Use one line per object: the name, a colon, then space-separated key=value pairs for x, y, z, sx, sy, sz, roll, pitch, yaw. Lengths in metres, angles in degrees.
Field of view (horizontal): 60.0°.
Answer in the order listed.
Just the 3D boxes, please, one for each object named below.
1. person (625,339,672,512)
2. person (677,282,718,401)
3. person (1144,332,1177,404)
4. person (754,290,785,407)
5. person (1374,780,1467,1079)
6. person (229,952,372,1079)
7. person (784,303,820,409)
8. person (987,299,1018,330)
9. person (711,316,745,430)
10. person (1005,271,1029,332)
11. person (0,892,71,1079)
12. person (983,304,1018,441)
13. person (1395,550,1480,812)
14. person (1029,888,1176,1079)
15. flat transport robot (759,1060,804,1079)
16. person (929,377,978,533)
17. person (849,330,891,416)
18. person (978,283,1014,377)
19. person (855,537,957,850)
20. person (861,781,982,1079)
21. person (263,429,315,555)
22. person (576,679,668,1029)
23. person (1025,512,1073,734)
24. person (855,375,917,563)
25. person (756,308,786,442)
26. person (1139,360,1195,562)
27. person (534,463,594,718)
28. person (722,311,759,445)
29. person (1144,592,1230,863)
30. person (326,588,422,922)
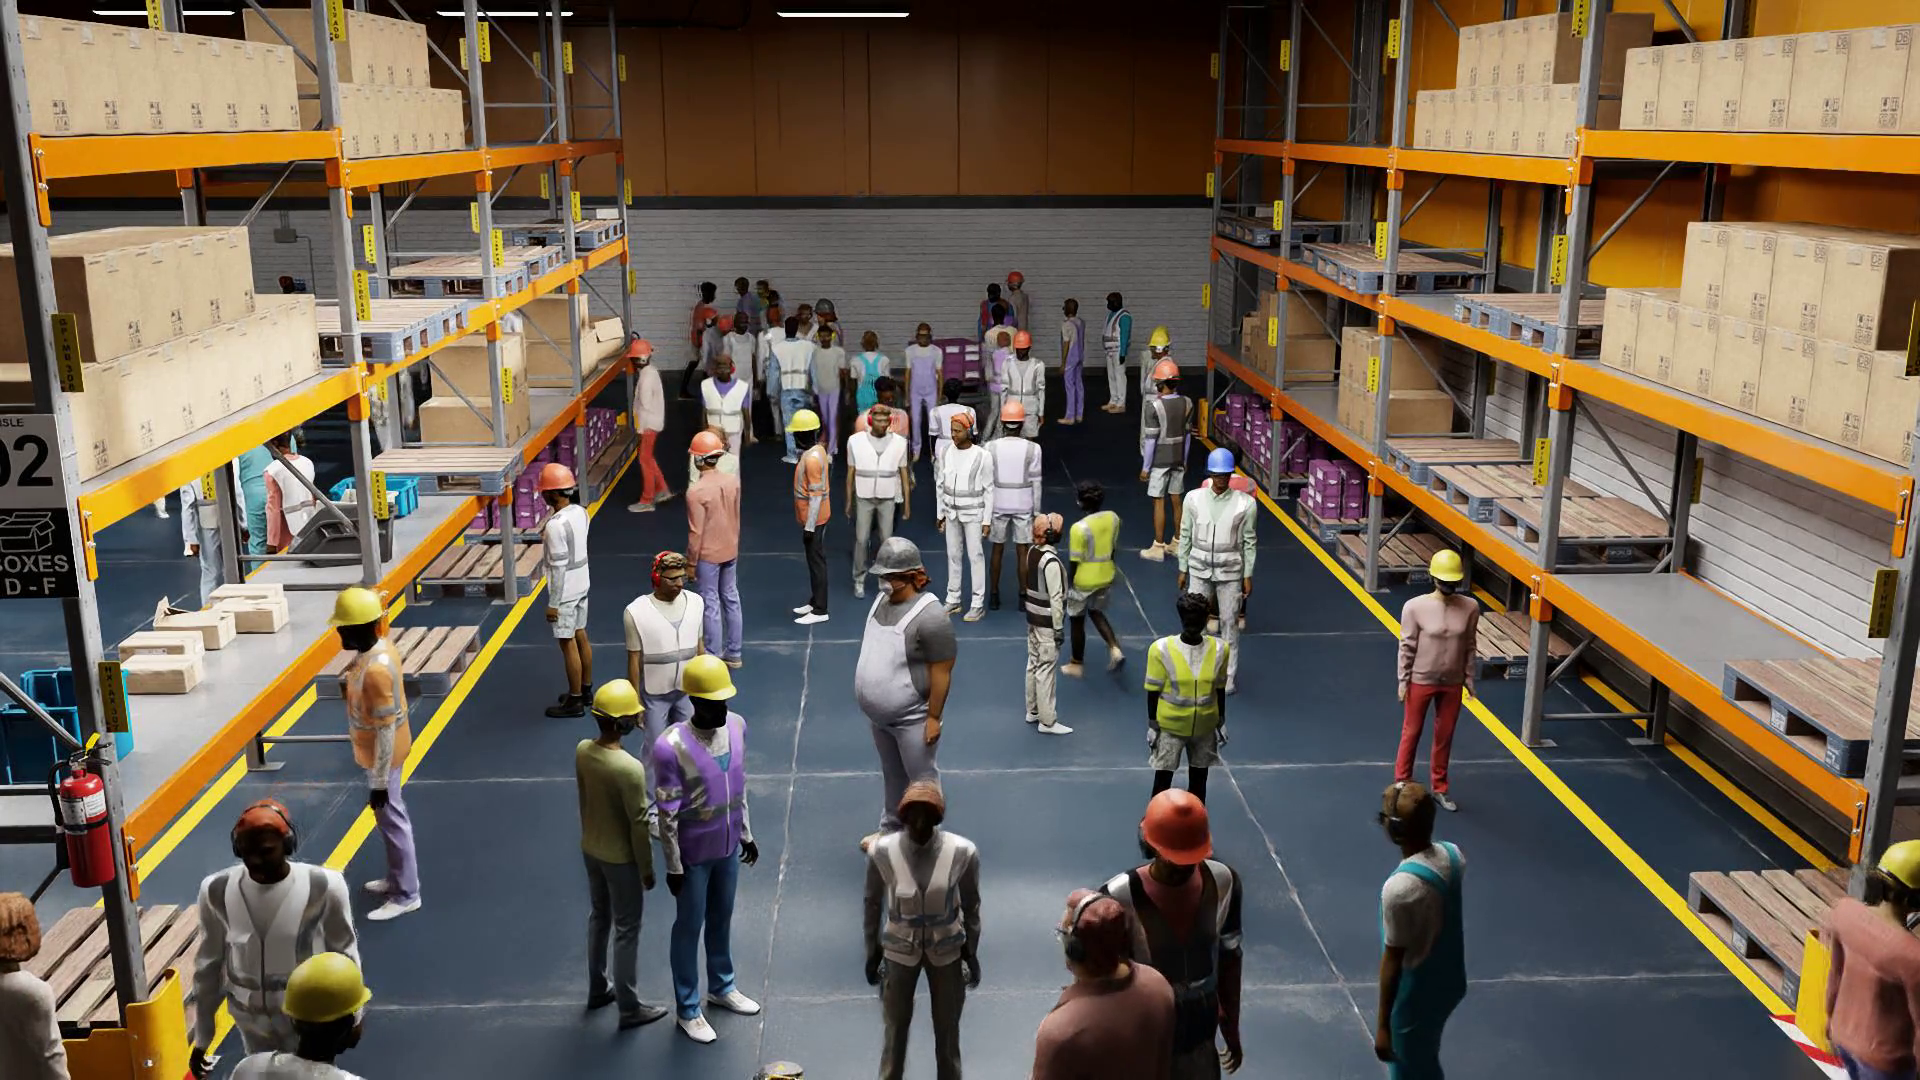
person: x=-3.584 y=-1.306 z=18.950 sx=0.445 sy=1.981 sz=0.674 roll=-1 pitch=14 yaw=-4
person: x=-4.019 y=-3.129 z=26.311 sx=1.055 sy=1.893 sz=0.616 roll=-5 pitch=15 yaw=-18
person: x=2.504 y=-1.694 z=20.808 sx=0.404 sy=1.822 sz=0.600 roll=1 pitch=14 yaw=4
person: x=-2.929 y=-2.957 z=25.722 sx=0.569 sy=1.845 sz=0.635 roll=-13 pitch=19 yaw=-41
person: x=1.854 y=1.869 z=6.824 sx=0.390 sy=1.824 sz=0.564 roll=13 pitch=19 yaw=42
person: x=-2.087 y=2.247 z=5.280 sx=0.623 sy=1.873 sz=1.040 roll=6 pitch=16 yaw=24
person: x=-2.274 y=-2.503 z=23.975 sx=0.604 sy=1.819 sz=0.445 roll=-5 pitch=15 yaw=-18
person: x=0.669 y=-2.961 z=26.135 sx=0.517 sy=1.645 sz=0.307 roll=-4 pitch=15 yaw=-15
person: x=-3.253 y=-2.354 z=23.667 sx=0.583 sy=1.697 sz=0.928 roll=3 pitch=15 yaw=10
person: x=0.903 y=-3.356 z=26.986 sx=0.391 sy=1.991 sz=0.625 roll=7 pitch=16 yaw=25
person: x=-3.543 y=2.103 z=6.290 sx=0.494 sy=1.627 sz=0.271 roll=6 pitch=15 yaw=21
person: x=0.565 y=-2.296 z=22.983 sx=0.590 sy=1.916 sz=0.399 roll=-13 pitch=19 yaw=-42
person: x=3.068 y=0.913 z=10.683 sx=0.531 sy=1.767 sz=0.328 roll=-2 pitch=14 yaw=-7
person: x=0.443 y=2.112 z=5.748 sx=0.423 sy=1.886 sz=0.633 roll=10 pitch=17 yaw=33
flat transport robot: x=-0.756 y=2.640 z=6.883 sx=0.652 sy=0.197 sz=1.431 roll=4 pitch=15 yaw=15
person: x=-0.071 y=-0.909 z=17.976 sx=0.535 sy=1.697 sz=0.318 roll=1 pitch=14 yaw=3
person: x=-1.142 y=-1.734 z=20.982 sx=0.520 sy=1.815 sz=0.792 roll=-2 pitch=14 yaw=-9
person: x=0.542 y=-3.185 z=26.622 sx=0.634 sy=1.840 sz=0.429 roll=10 pitch=17 yaw=34
person: x=-0.367 y=0.967 z=9.921 sx=0.536 sy=2.000 sz=0.688 roll=-10 pitch=18 yaw=-36
person: x=-0.169 y=1.837 z=7.350 sx=0.542 sy=1.634 sz=0.318 roll=-1 pitch=14 yaw=-2
person: x=-5.714 y=-0.064 z=14.248 sx=0.414 sy=1.907 sz=0.593 roll=3 pitch=15 yaw=11
person: x=-1.686 y=1.540 z=8.245 sx=0.534 sy=1.759 sz=0.344 roll=14 pitch=20 yaw=43
person: x=0.631 y=0.603 z=12.151 sx=0.307 sy=1.641 sz=0.511 roll=-4 pitch=15 yaw=-17
person: x=-0.729 y=-0.680 z=16.563 sx=0.627 sy=1.946 sz=0.404 roll=-11 pitch=18 yaw=-37
person: x=-2.485 y=-2.289 z=23.162 sx=0.639 sy=1.845 sz=0.704 roll=-9 pitch=17 yaw=-31
person: x=2.072 y=-0.801 z=16.857 sx=0.607 sy=2.044 sz=0.372 roll=-10 pitch=17 yaw=-34
person: x=-2.960 y=0.374 z=12.453 sx=0.352 sy=1.940 sz=0.545 roll=2 pitch=14 yaw=8
person: x=-3.010 y=-2.224 z=22.857 sx=0.504 sy=1.838 sz=0.351 roll=-10 pitch=17 yaw=-34
person: x=1.363 y=1.123 z=10.006 sx=0.531 sy=1.692 sz=0.320 roll=-3 pitch=15 yaw=-11
person: x=-3.275 y=1.189 z=9.321 sx=0.382 sy=1.918 sz=0.657 roll=-6 pitch=15 yaw=-21
